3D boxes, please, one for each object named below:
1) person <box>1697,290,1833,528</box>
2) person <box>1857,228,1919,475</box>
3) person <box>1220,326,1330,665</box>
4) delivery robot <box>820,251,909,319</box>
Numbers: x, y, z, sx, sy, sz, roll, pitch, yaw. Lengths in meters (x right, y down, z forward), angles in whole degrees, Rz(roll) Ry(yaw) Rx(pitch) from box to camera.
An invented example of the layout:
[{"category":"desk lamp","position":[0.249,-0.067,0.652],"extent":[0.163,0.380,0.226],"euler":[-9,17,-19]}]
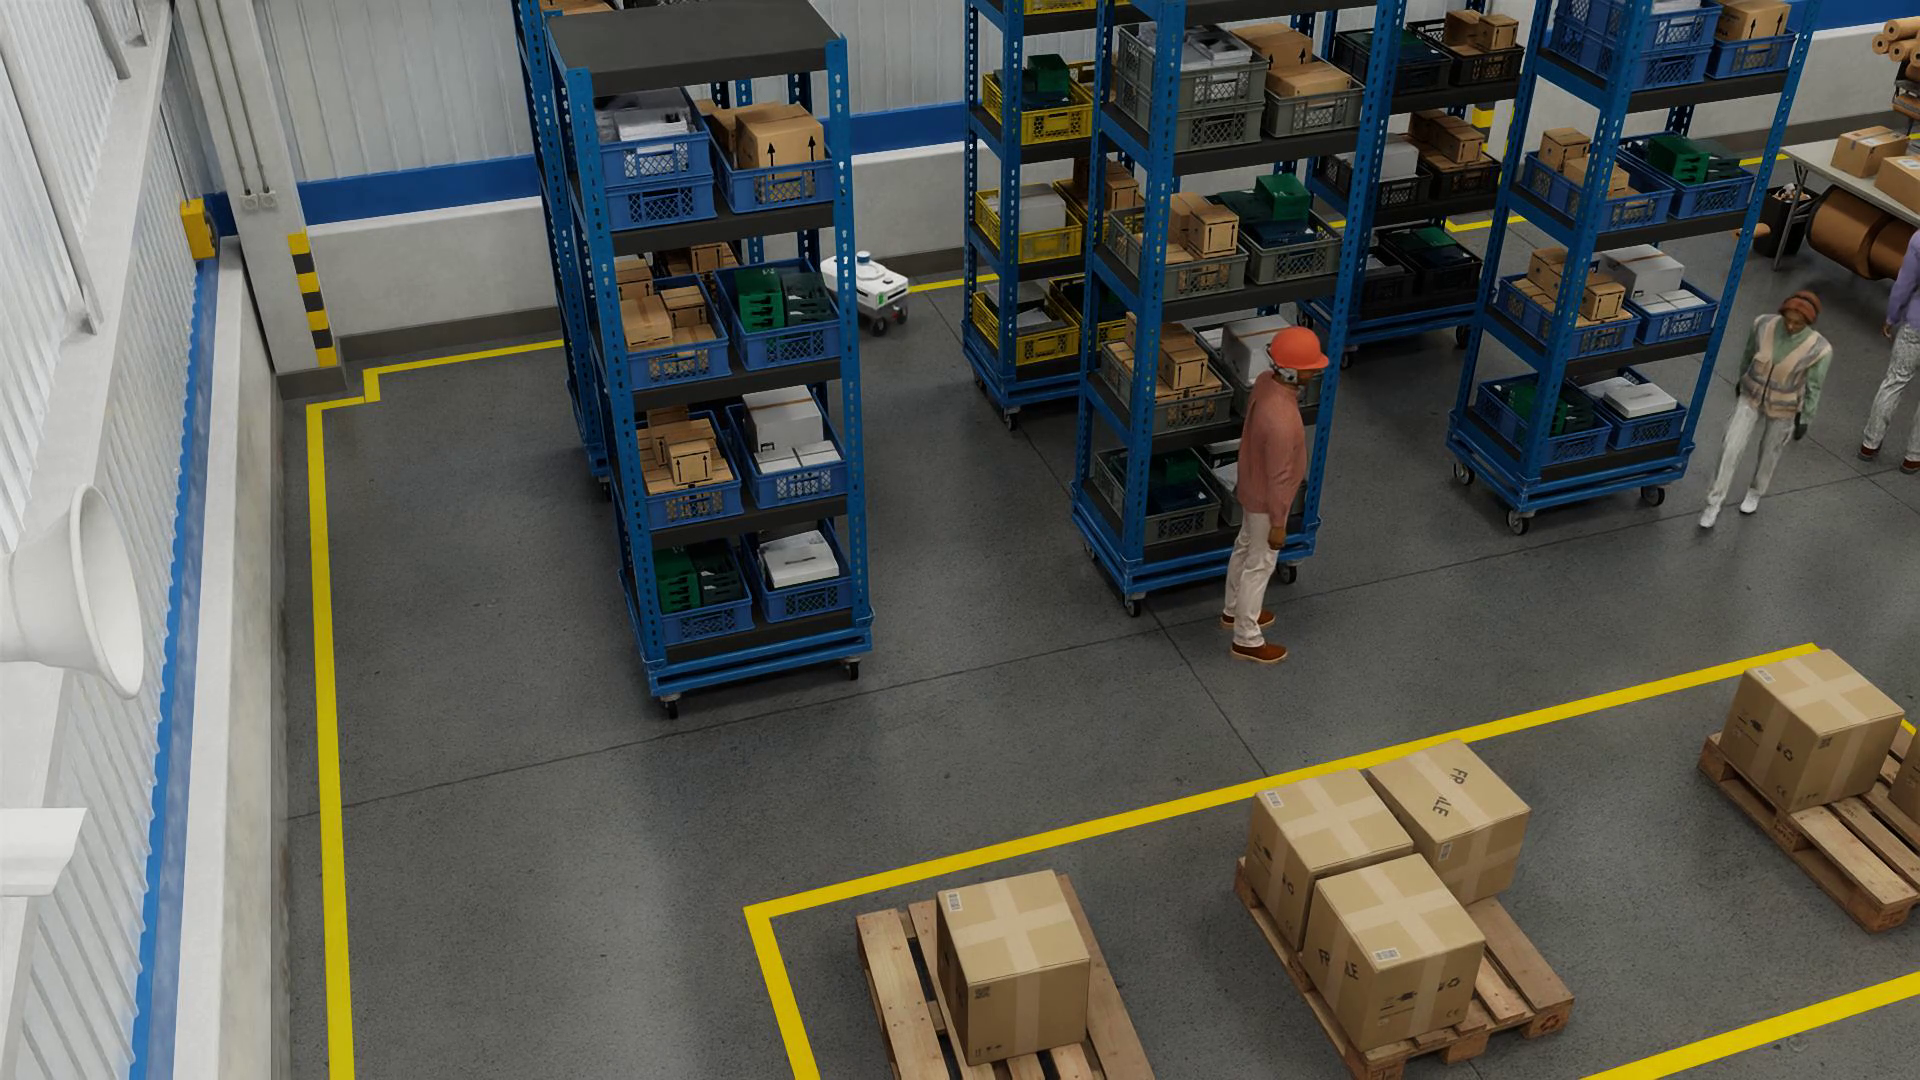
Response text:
[{"category":"person","position":[4.848,-0.796,10.007],"extent":[0.621,1.602,0.534],"euler":[-28,44,-33]},{"category":"person","position":[6.155,-1.326,10.477],"extent":[0.635,1.935,0.349],"euler":[27,43,33]},{"category":"person","position":[1.671,-0.250,8.901],"extent":[0.396,1.992,0.619],"euler":[0,35,-1]},{"category":"delivery robot","position":[-0.715,-1.919,12.429],"extent":[0.707,0.478,0.477],"euler":[28,44,34]}]
